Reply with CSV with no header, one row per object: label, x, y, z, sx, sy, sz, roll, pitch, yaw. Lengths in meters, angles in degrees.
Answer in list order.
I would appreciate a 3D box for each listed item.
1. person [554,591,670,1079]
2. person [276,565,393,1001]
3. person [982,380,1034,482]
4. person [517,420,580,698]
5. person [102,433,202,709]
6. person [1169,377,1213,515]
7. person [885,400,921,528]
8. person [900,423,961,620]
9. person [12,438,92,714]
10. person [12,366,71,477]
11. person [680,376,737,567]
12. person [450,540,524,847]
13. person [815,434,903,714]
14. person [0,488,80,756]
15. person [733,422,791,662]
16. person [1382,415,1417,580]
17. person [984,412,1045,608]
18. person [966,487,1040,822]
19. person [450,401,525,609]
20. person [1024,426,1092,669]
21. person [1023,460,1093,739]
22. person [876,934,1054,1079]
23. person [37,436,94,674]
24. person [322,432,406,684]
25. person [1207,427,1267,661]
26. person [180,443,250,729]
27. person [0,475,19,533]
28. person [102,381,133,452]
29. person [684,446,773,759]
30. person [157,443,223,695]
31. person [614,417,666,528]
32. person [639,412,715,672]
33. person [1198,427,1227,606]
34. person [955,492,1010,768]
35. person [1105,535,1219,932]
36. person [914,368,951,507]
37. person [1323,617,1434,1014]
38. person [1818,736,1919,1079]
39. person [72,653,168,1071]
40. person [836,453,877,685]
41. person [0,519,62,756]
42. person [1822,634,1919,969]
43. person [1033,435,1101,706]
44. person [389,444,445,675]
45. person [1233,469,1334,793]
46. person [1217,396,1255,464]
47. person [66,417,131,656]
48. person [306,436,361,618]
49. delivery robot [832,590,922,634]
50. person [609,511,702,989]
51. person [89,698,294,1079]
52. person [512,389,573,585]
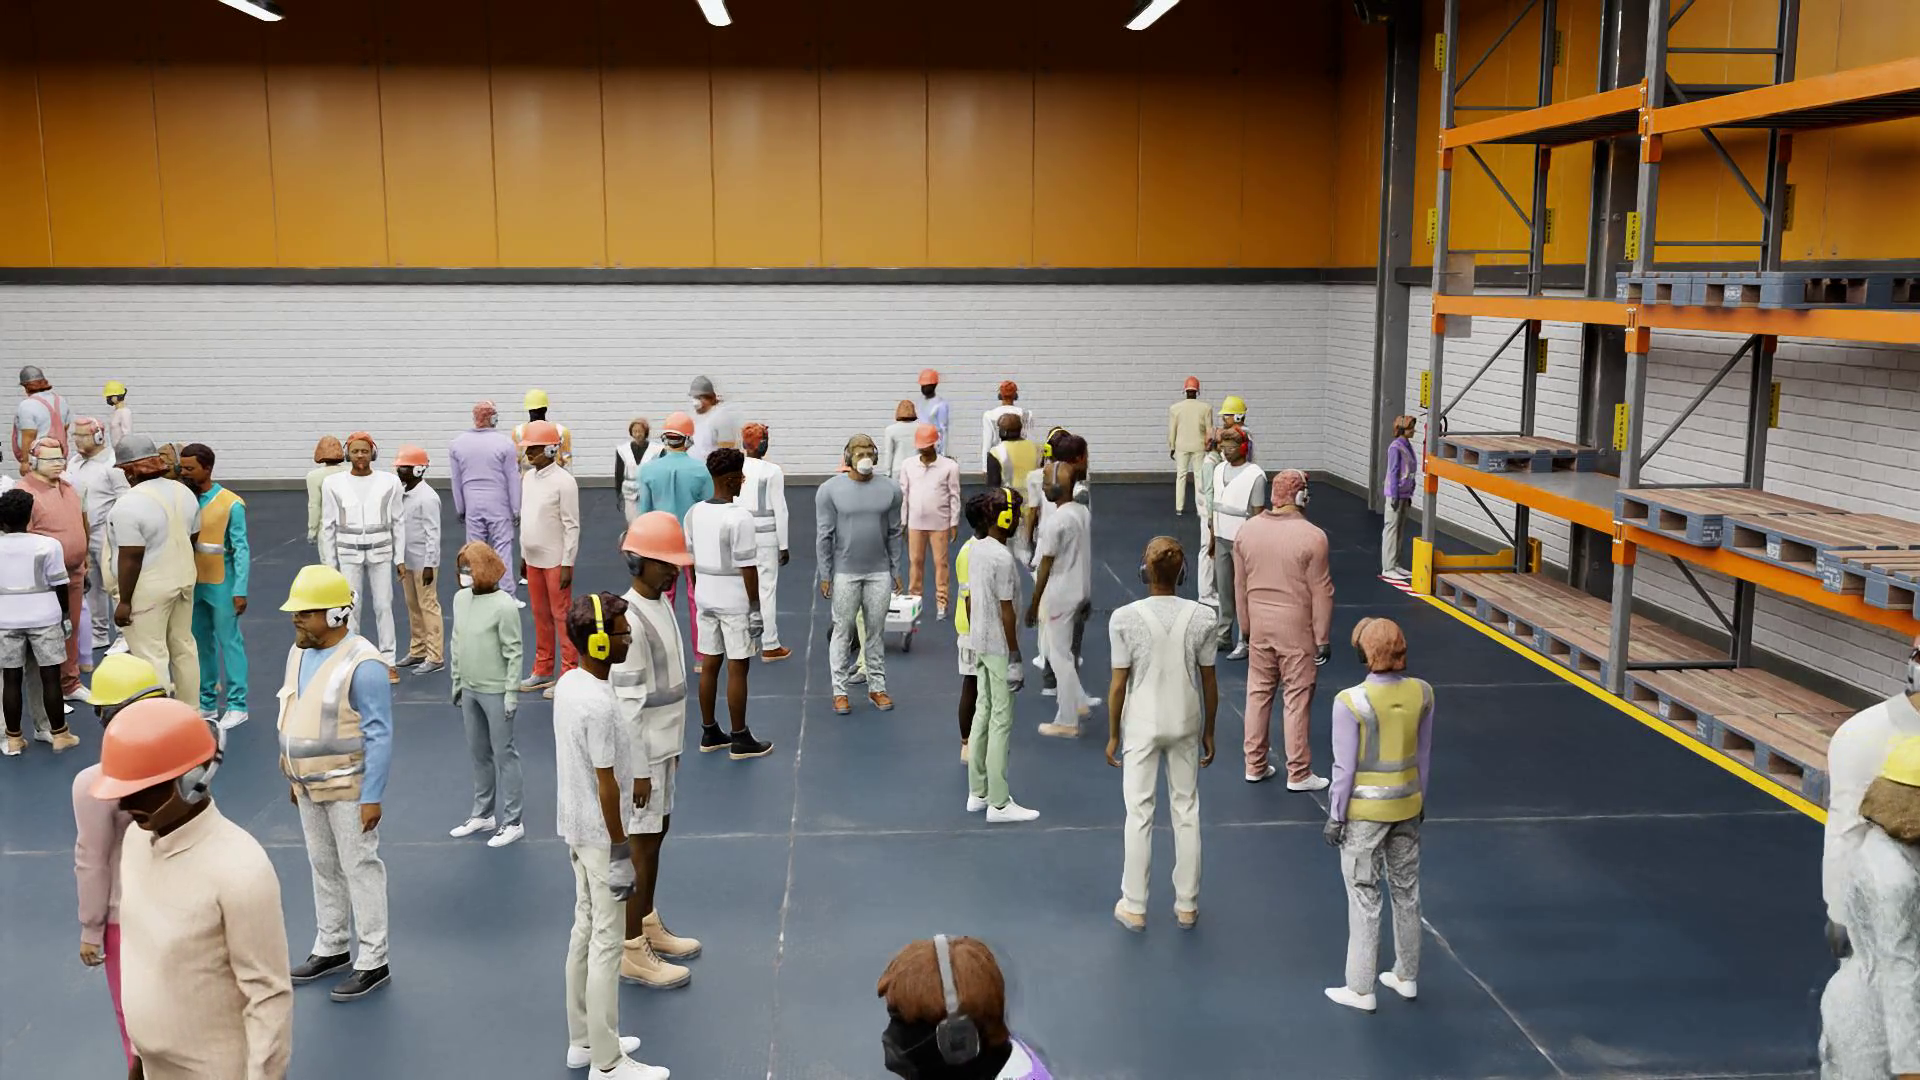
person,-1.328,1.112,6.210,0.328,1.872,0.514,-5,10,-30
person,-2.638,1.007,6.988,0.600,1.831,0.404,6,11,35
person,0.527,-0.801,18.175,0.585,1.882,0.337,-1,9,-8
person,-2.971,0.133,11.968,0.611,1.995,0.375,8,12,40
person,-5.242,0.308,10.721,0.536,2.000,0.675,2,9,12
person,2.916,-1.183,20.982,0.563,1.751,0.330,2,9,10
person,-0.592,-0.768,18.777,0.501,1.627,0.288,-1,9,-9
person,-0.277,-0.159,14.591,0.563,1.739,0.353,3,9,16
person,-6.280,0.242,11.566,0.408,1.906,0.641,1,9,5
person,-10.280,-0.939,18.557,0.536,2.000,0.672,2,9,10
person,-2.652,-0.739,17.299,0.694,2.000,0.924,6,11,33
person,-2.526,0.809,8.855,0.507,1.632,0.276,6,11,35
person,-0.685,0.231,11.528,0.630,1.940,0.370,-3,10,-20
person,-5.870,0.518,10.475,0.535,1.700,0.318,-2,9,-11
person,-1.593,0.016,13.050,0.584,1.882,0.347,4,10,26
person,4.397,-0.433,16.628,0.314,1.641,0.515,5,11,31
person,0.521,-0.237,14.863,0.653,1.818,0.696,-7,11,-36
person,0.215,0.630,9.256,0.328,1.865,0.520,-4,10,-25
person,-4.233,-0.300,14.981,0.671,1.902,0.400,2,9,10
person,0.753,0.065,12.770,0.520,1.877,0.326,-1,9,-4
person,0.648,0.393,10.828,0.389,1.830,0.516,5,10,26
person,0.125,1.631,3.253,0.702,1.802,0.642,-3,10,-18
person,-6.756,0.134,12.479,0.357,1.835,0.518,3,9,18
person,-4.386,0.141,12.263,0.581,1.884,0.351,-3,10,-19
person,2.185,0.023,13.146,0.389,1.840,0.567,-6,11,-31
person,-5.014,0.302,11.141,0.589,1.920,0.398,3,10,20
person,-7.586,0.078,12.972,0.603,1.782,0.924,-4,10,-22
person,-10.089,-1.029,20.015,0.339,1.761,0.525,-7,12,-39
person,-1.459,0.391,10.439,0.607,1.966,0.367,8,12,39
person,-5.533,0.221,11.883,0.517,1.843,0.325,6,11,35
person,-3.176,-0.413,16.549,0.526,1.622,0.366,0,9,2
person,-2.122,0.022,12.664,0.622,1.994,0.381,1,9,4
person,2.334,-0.220,15.294,0.306,1.639,0.524,3,9,16
person,0.140,0.546,10.306,0.318,1.697,0.535,3,9,17
person,0.929,0.891,7.673,0.514,1.845,0.337,-1,9,-5
person,-0.309,-1.147,20.257,0.745,1.915,0.549,-7,11,-38
person,1.722,1.125,6.850,0.518,1.638,0.315,-5,10,-27
person,2.683,1.410,4.817,0.460,1.716,0.535,7,11,37
person,-2.781,1.252,5.690,0.348,1.756,0.518,3,10,21
person,-0.754,0.191,12.354,0.330,1.750,0.573,-1,9,-4
person,-5.981,0.534,10.574,0.309,1.637,0.514,5,10,30
person,3.165,1.215,5.453,0.644,1.907,0.400,0,9,-1
person,0.737,0.210,11.739,0.401,1.914,0.615,-3,10,-19
person,-4.150,0.138,12.676,0.322,1.755,0.563,-8,12,-43
person,1.921,0.528,9.782,0.643,1.902,0.408,9,12,43
person,2.750,-0.530,16.683,0.404,1.824,0.585,0,9,1
person,-6.876,-0.029,13.246,0.655,1.910,0.407,4,10,23
person,-5.464,-0.096,14.535,0.275,1.632,0.507,7,11,37
delivery robot,-0.666,0.569,13.442,0.707,0.478,0.477,1,9,7
person,-1.299,0.882,7.137,0.387,2.034,0.616,0,9,2
person,-1.962,1.362,4.275,0.613,1.986,0.404,6,11,35
person,-4.079,-0.509,16.211,0.593,1.924,0.384,0,9,2
